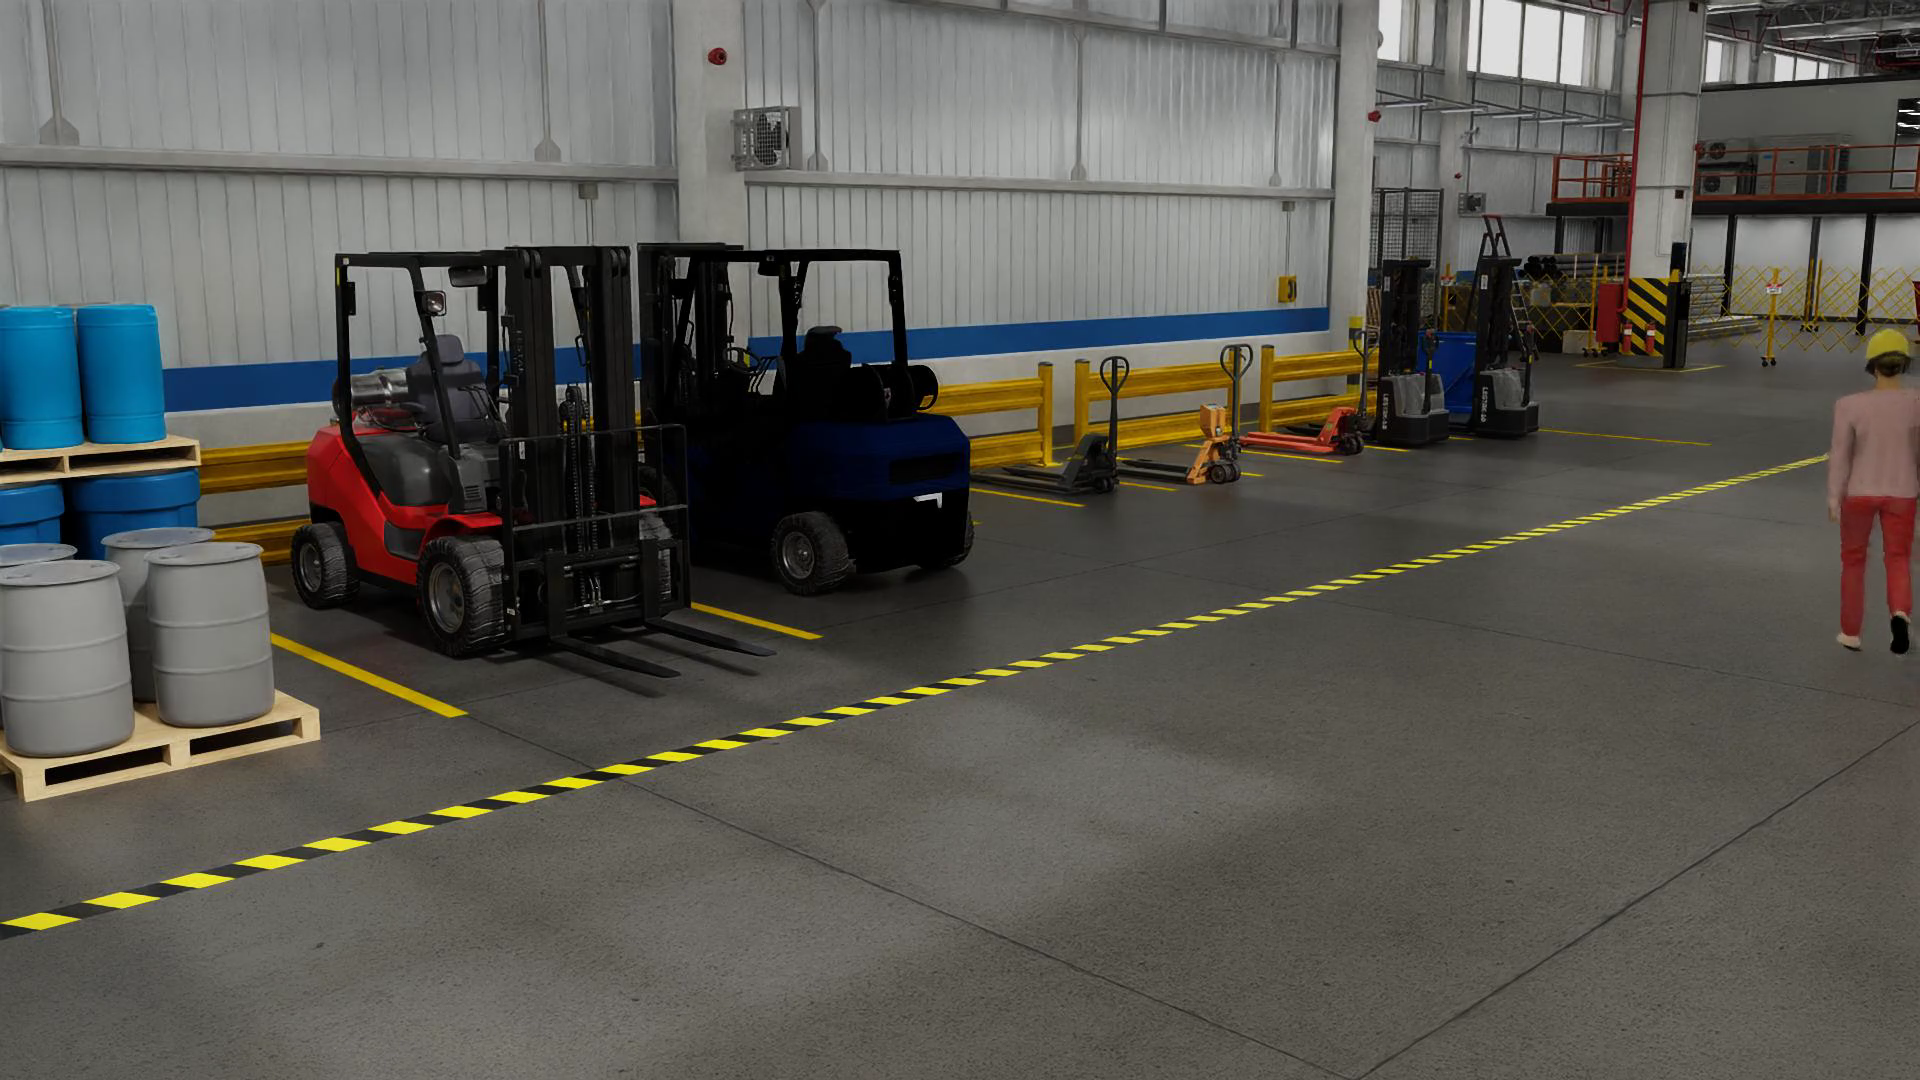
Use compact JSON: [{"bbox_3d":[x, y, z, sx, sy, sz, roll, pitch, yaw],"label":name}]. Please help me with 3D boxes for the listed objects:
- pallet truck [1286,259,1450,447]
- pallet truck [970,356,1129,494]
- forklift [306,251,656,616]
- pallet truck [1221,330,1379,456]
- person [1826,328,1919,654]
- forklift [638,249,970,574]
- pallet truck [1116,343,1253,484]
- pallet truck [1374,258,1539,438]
[{"bbox_3d":[4.493,-2.078,18.196,0.823,1.965,1.885,-9,14,-40],"label":"pallet truck"},{"bbox_3d":[0.784,-1.085,14.876,0.680,1.201,1.601,-10,14,-44],"label":"pallet truck"},{"bbox_3d":[-2.833,-0.669,9.694,1.157,1.987,2.680,-10,14,-44],"label":"forklift"},{"bbox_3d":[3.563,-1.581,17.381,0.653,1.274,1.630,-10,14,-44],"label":"pallet truck"},{"bbox_3d":[4.884,-0.241,8.826,0.538,1.752,0.562,3,11,18],"label":"person"},{"bbox_3d":[-1.173,-0.958,11.239,2.680,1.987,1.157,10,14,43],"label":"forklift"},{"bbox_3d":[1.962,-1.215,15.415,1.522,1.261,0.704,10,14,43],"label":"pallet truck"},{"bbox_3d":[5.704,-2.208,18.901,1.885,1.965,0.823,10,14,43],"label":"pallet truck"}]
